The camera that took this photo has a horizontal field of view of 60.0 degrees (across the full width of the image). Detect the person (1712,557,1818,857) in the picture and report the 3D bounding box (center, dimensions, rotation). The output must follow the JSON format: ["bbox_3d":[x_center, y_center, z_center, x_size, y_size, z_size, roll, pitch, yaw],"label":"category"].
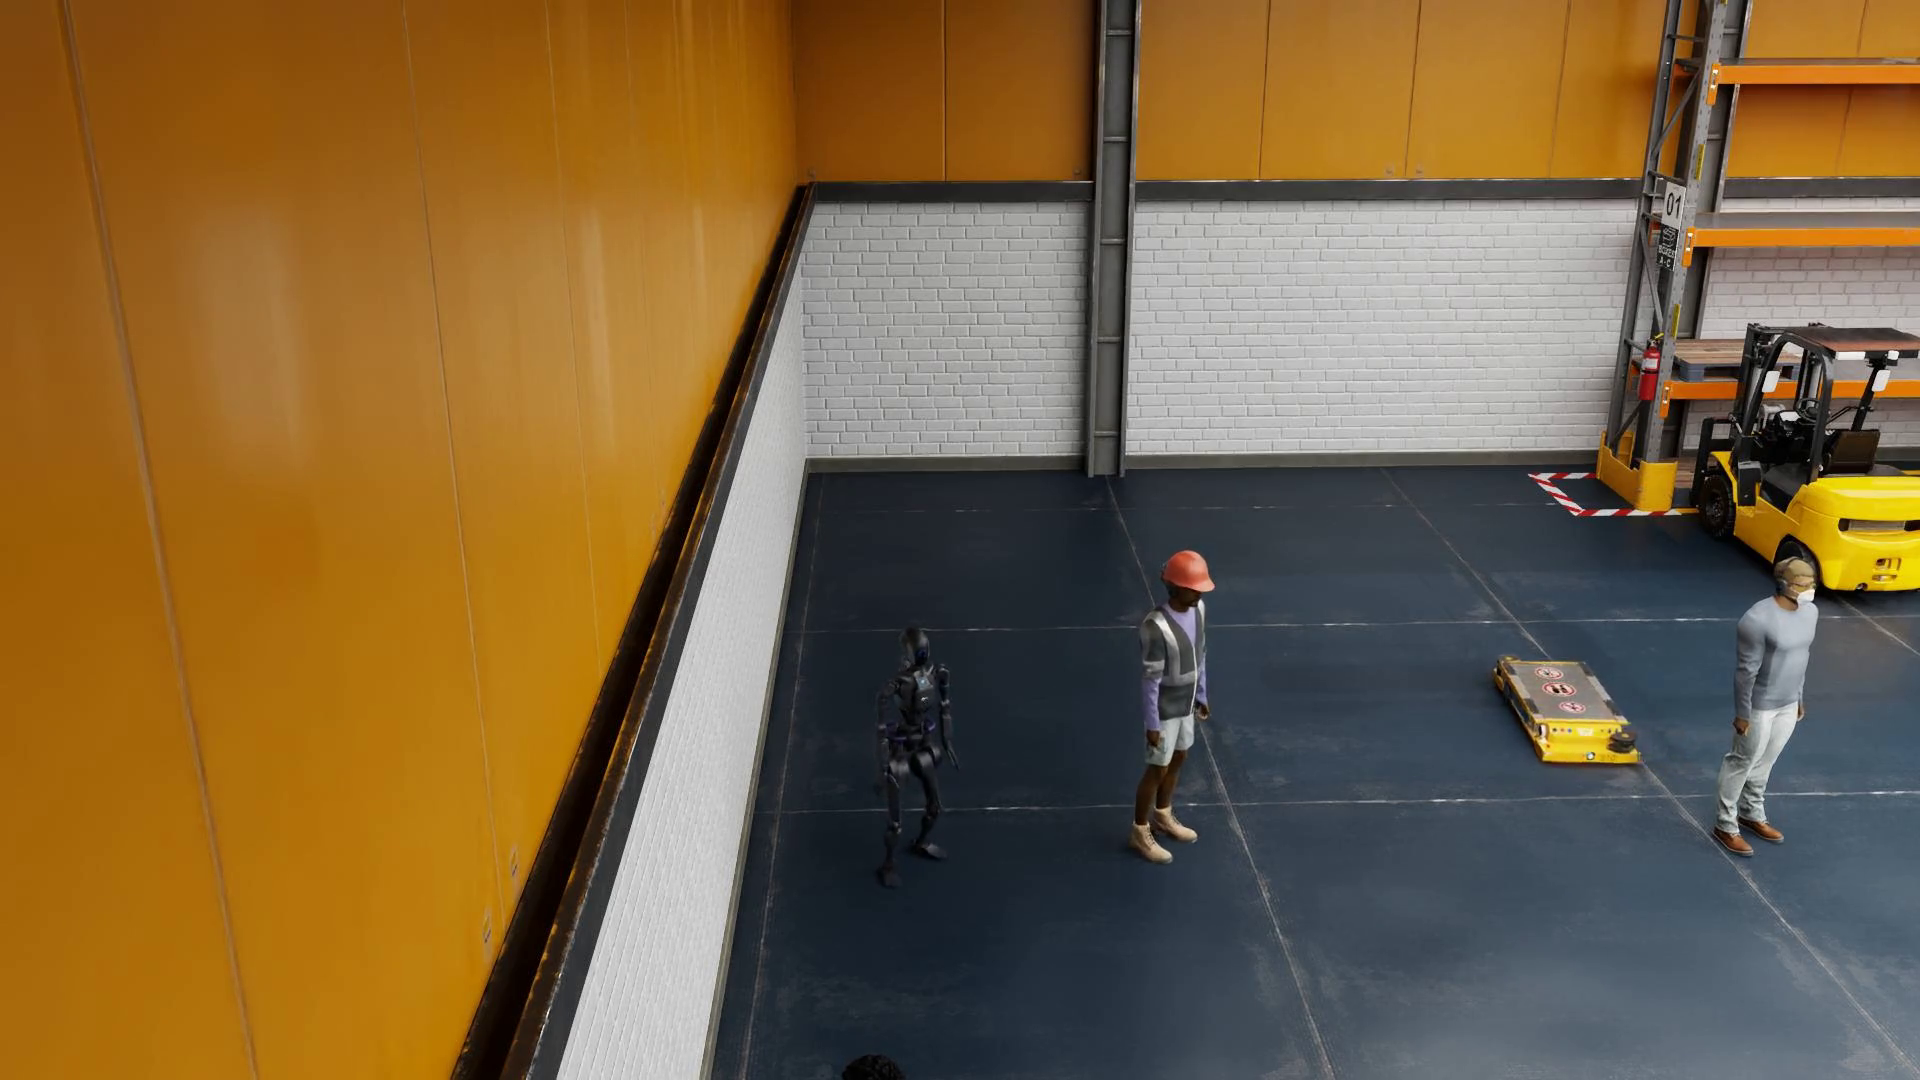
[{"bbox_3d":[5.046,1.022,10.373,0.630,1.940,0.372,-11,23,-28],"label":"person"}]

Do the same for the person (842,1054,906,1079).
[{"bbox_3d":[-0.261,2.663,6.295,0.330,1.686,0.530,-2,20,-4],"label":"person"}]

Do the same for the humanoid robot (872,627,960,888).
[{"bbox_3d":[-0.308,1.266,10.079,0.591,1.638,0.401,-15,25,-35],"label":"humanoid robot"}]

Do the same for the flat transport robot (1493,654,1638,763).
[{"bbox_3d":[4.423,1.231,12.217,0.659,0.231,1.431,1,20,3],"label":"flat transport robot"}]

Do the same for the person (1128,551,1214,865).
[{"bbox_3d":[1.338,1.017,10.261,0.407,2.033,0.605,16,25,36],"label":"person"}]

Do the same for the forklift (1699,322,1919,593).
[{"bbox_3d":[7.809,-0.792,14.926,1.214,2.155,2.313,-1,20,-2],"label":"forklift"}]
